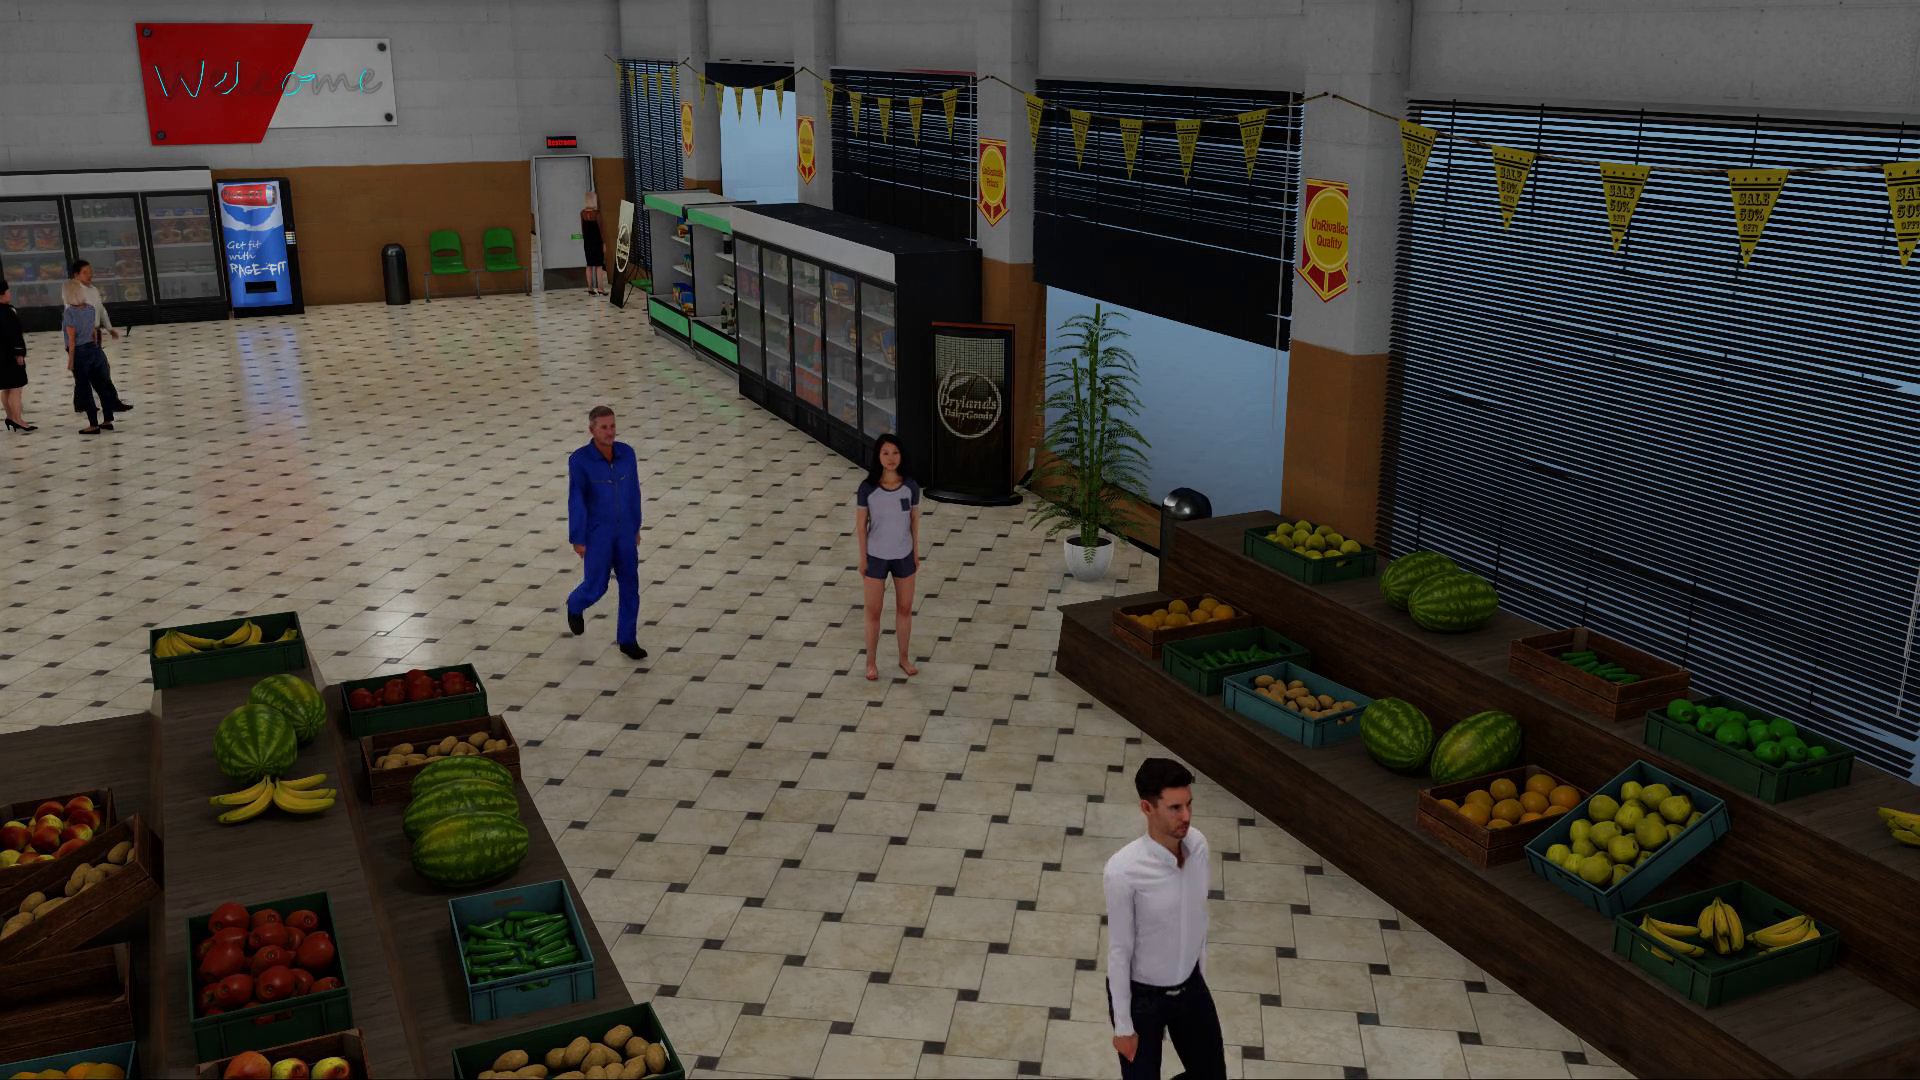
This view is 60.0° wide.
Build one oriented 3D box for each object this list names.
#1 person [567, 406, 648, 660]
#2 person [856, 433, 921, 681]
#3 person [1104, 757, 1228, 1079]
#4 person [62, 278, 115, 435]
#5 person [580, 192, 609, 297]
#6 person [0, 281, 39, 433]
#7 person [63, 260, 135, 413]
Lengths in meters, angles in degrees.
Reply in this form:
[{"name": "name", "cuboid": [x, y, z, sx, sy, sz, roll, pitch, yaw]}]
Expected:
[{"name": "person", "cuboid": [-2.533, -0.062, 11.761, 0.908, 1.806, 1.081, -15, 23, -41]}, {"name": "person", "cuboid": [-0.482, 0.100, 11.402, 0.612, 1.706, 0.557, -6, 18, -18]}, {"name": "person", "cuboid": [0.673, 1.623, 6.130, 0.673, 1.854, 0.710, -11, 20, -31]}, {"name": "person", "cuboid": [-9.688, -2.038, 18.419, 0.720, 1.719, 0.648, 5, 18, 16]}, {"name": "person", "cuboid": [-6.214, -5.019, 28.188, 0.645, 1.748, 0.732, 8, 19, 26]}, {"name": "person", "cuboid": [-10.606, -2.042, 18.516, 0.720, 1.671, 0.857, 14, 22, 39]}, {"name": "person", "cuboid": [-10.220, -2.342, 19.329, 0.951, 1.773, 0.996, 0, 17, 0]}]
